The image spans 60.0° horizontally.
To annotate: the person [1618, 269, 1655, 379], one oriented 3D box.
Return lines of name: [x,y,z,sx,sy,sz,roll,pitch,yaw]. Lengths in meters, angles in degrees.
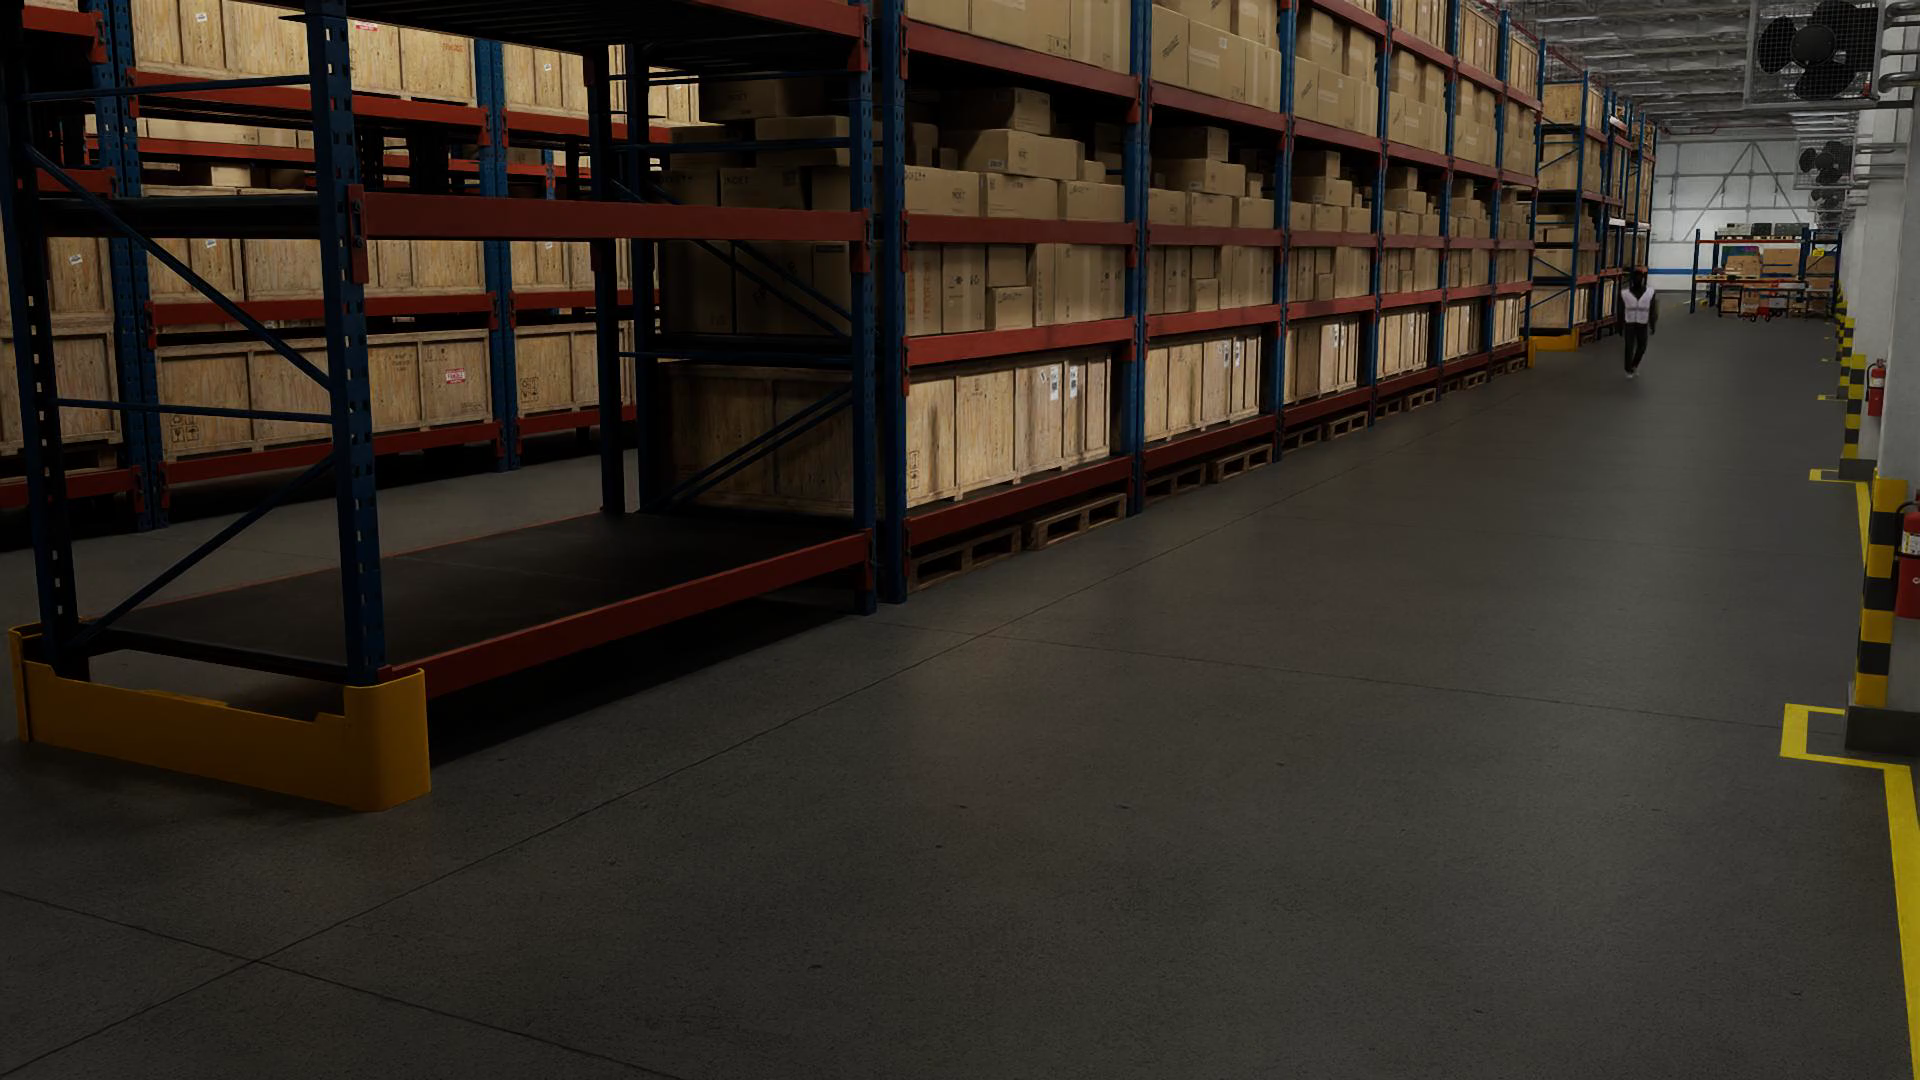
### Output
person: [11.741,-3.752,28.904,0.611,1.899,0.493,3,10,14]
